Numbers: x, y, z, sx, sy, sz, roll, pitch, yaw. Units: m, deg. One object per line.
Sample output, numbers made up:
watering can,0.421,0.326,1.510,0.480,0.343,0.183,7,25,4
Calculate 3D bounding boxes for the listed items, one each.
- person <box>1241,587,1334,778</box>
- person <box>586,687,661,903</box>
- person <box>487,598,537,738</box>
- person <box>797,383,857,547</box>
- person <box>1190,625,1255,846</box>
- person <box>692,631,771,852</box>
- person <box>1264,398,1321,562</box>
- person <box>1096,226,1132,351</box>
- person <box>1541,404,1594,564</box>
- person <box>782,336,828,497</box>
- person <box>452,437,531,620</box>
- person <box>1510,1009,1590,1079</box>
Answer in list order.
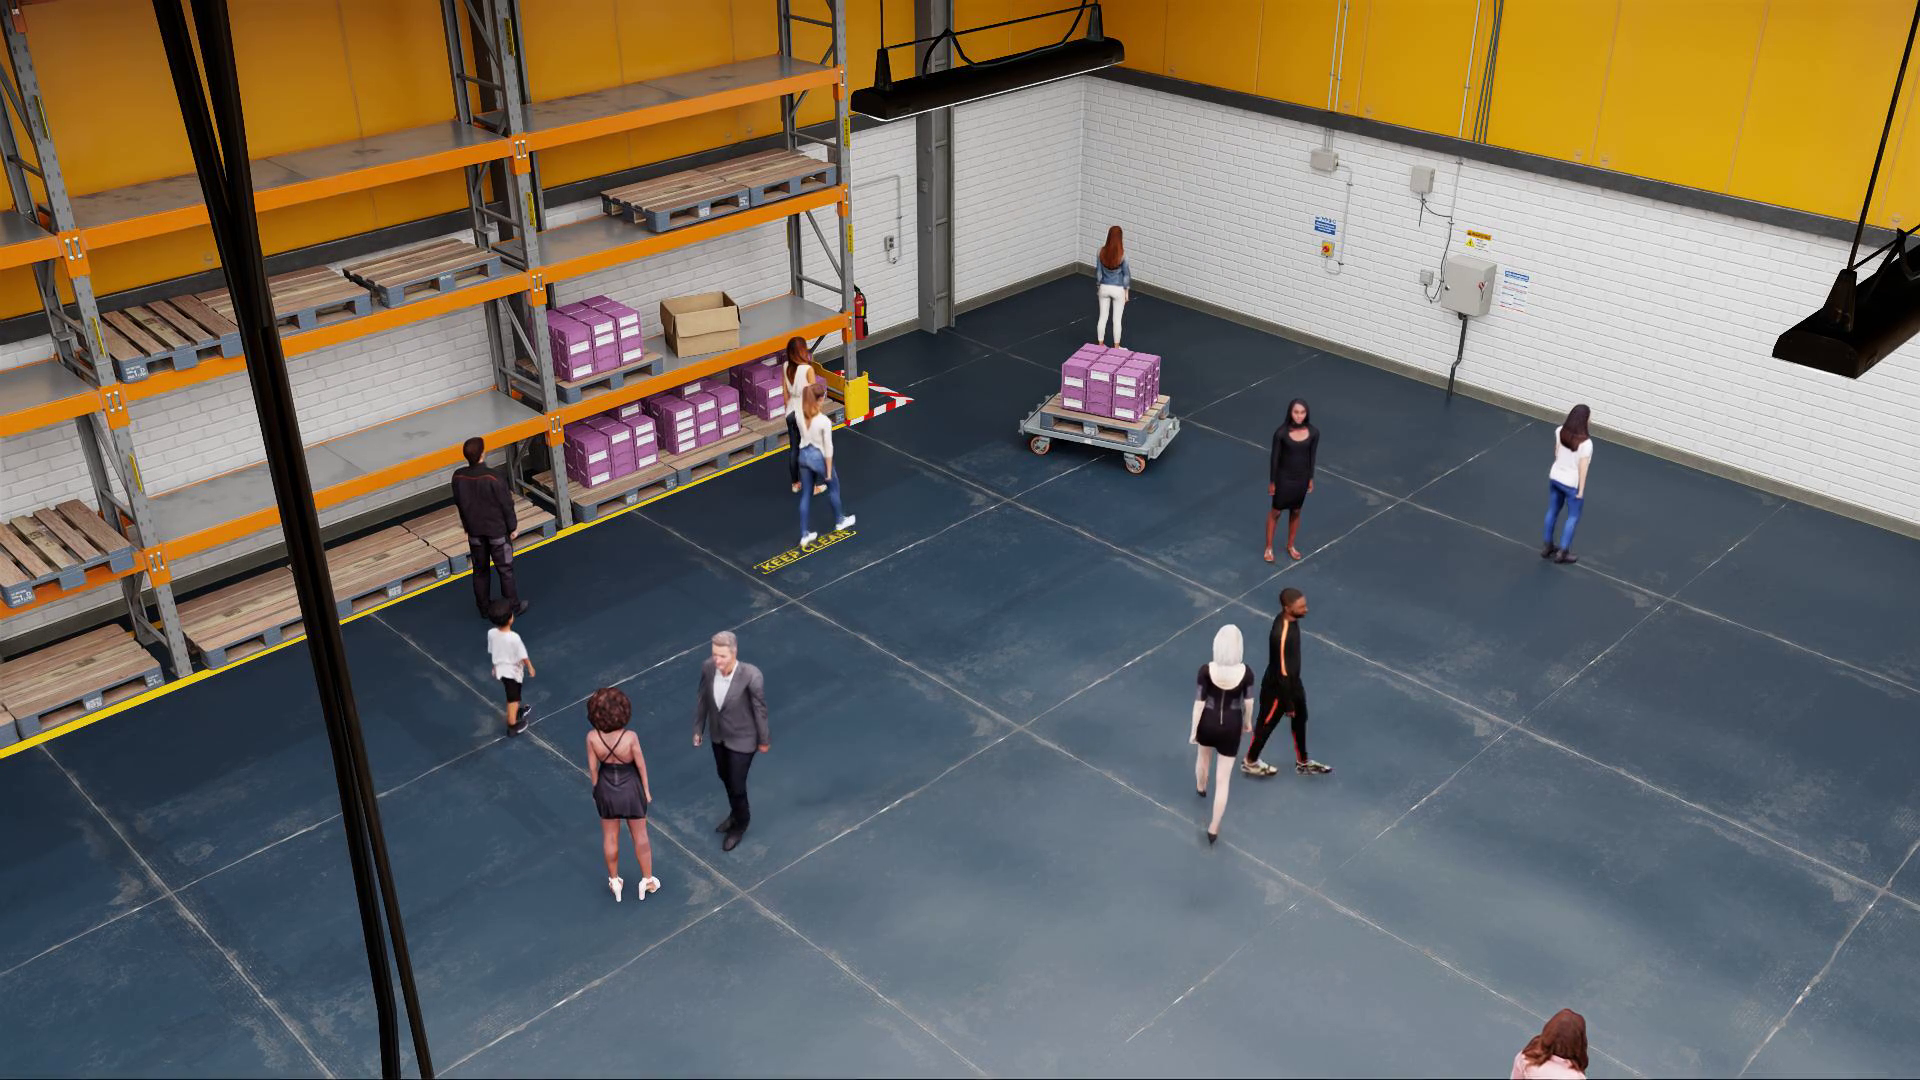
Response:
person,2.443,1.140,13.143,0.949,1.782,1.000,9,30,16
person,-2.426,1.825,11.880,0.656,1.789,0.715,0,29,0
person,-3.774,1.092,13.794,0.576,1.244,0.678,15,32,25
person,-1.504,-0.722,16.649,0.748,1.693,0.978,17,33,28
person,1.952,1.497,12.471,1.001,1.800,1.111,3,29,5
person,-1.672,1.445,12.541,0.858,1.823,0.805,18,34,30
person,3.267,-0.596,16.390,0.641,1.720,0.736,-3,29,-6
person,1.926,-3.155,21.100,0.677,1.702,0.633,13,31,23
person,5.917,-0.543,16.332,0.637,1.683,0.665,-15,32,-25
person,-1.693,-1.311,17.635,0.633,1.784,0.582,18,33,29
person,-4.365,-0.103,15.363,0.794,1.839,0.811,4,29,7
person,3.168,3.310,9.146,0.629,1.800,0.560,20,34,32
